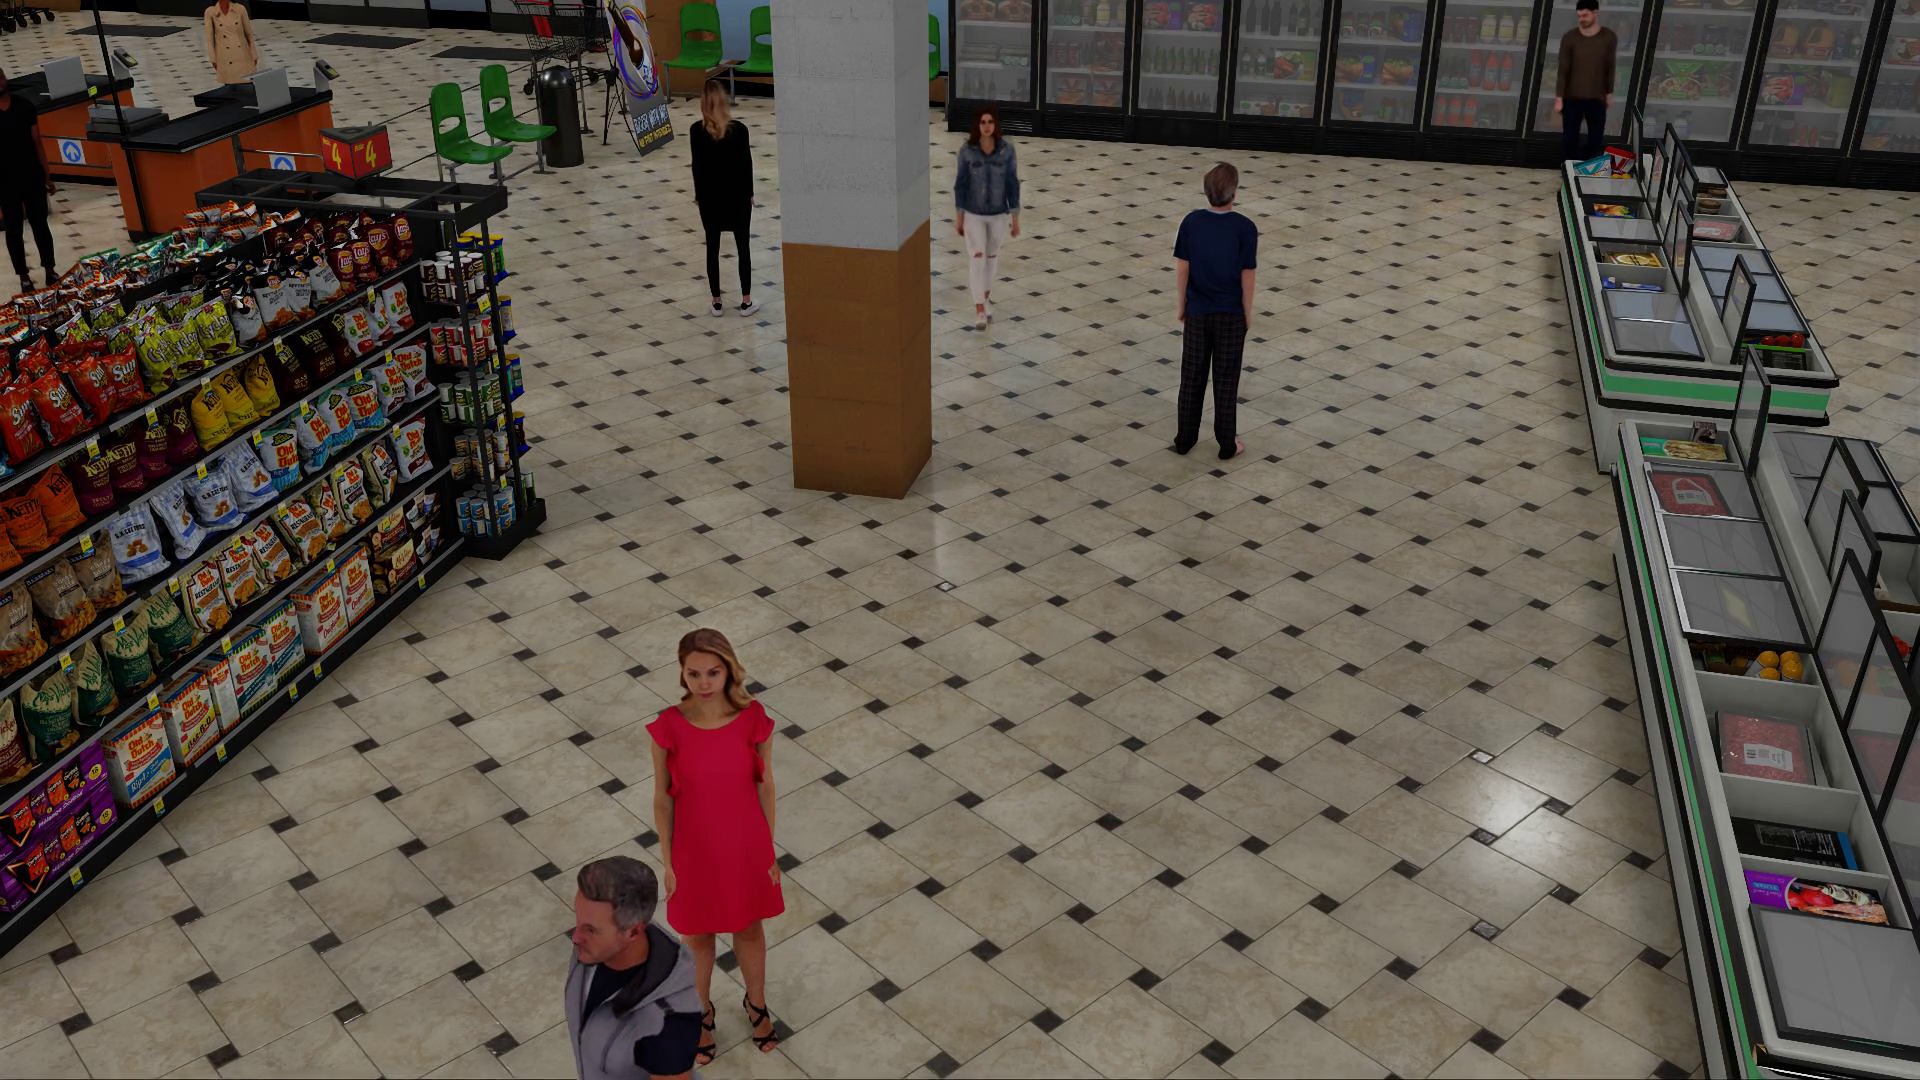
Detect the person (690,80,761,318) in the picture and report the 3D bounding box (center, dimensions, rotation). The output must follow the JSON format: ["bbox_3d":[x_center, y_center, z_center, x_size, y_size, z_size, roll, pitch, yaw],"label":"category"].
[{"bbox_3d":[-1.808,-2.603,12.737,0.655,1.801,0.589,0,27,1],"label":"person"}]

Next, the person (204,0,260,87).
[{"bbox_3d":[-7.860,-5.217,18.026,0.722,1.681,0.743,-10,29,-20],"label":"person"}]

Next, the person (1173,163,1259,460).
[{"bbox_3d":[1.579,-1.403,10.293,0.681,1.872,0.575,10,29,19],"label":"person"}]

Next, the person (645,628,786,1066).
[{"bbox_3d":[-0.813,1.041,5.633,0.656,1.729,0.679,-6,28,-12],"label":"person"}]

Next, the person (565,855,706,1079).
[{"bbox_3d":[-0.770,1.578,4.539,0.850,1.760,0.830,-20,33,-34],"label":"person"}]

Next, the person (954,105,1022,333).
[{"bbox_3d":[0.192,-2.451,12.589,0.887,1.664,1.134,-3,27,-5],"label":"person"}]

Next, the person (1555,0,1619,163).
[{"bbox_3d":[5.986,-4.233,15.899,0.751,1.849,0.808,1,27,2],"label":"person"}]

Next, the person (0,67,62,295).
[{"bbox_3d":[-7.511,-2.875,13.254,0.696,1.819,0.813,-24,35,-38],"label":"person"}]

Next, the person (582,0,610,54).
[{"bbox_3d":[-5.037,-7.502,22.480,0.772,1.727,0.672,-9,28,-18],"label":"person"}]
